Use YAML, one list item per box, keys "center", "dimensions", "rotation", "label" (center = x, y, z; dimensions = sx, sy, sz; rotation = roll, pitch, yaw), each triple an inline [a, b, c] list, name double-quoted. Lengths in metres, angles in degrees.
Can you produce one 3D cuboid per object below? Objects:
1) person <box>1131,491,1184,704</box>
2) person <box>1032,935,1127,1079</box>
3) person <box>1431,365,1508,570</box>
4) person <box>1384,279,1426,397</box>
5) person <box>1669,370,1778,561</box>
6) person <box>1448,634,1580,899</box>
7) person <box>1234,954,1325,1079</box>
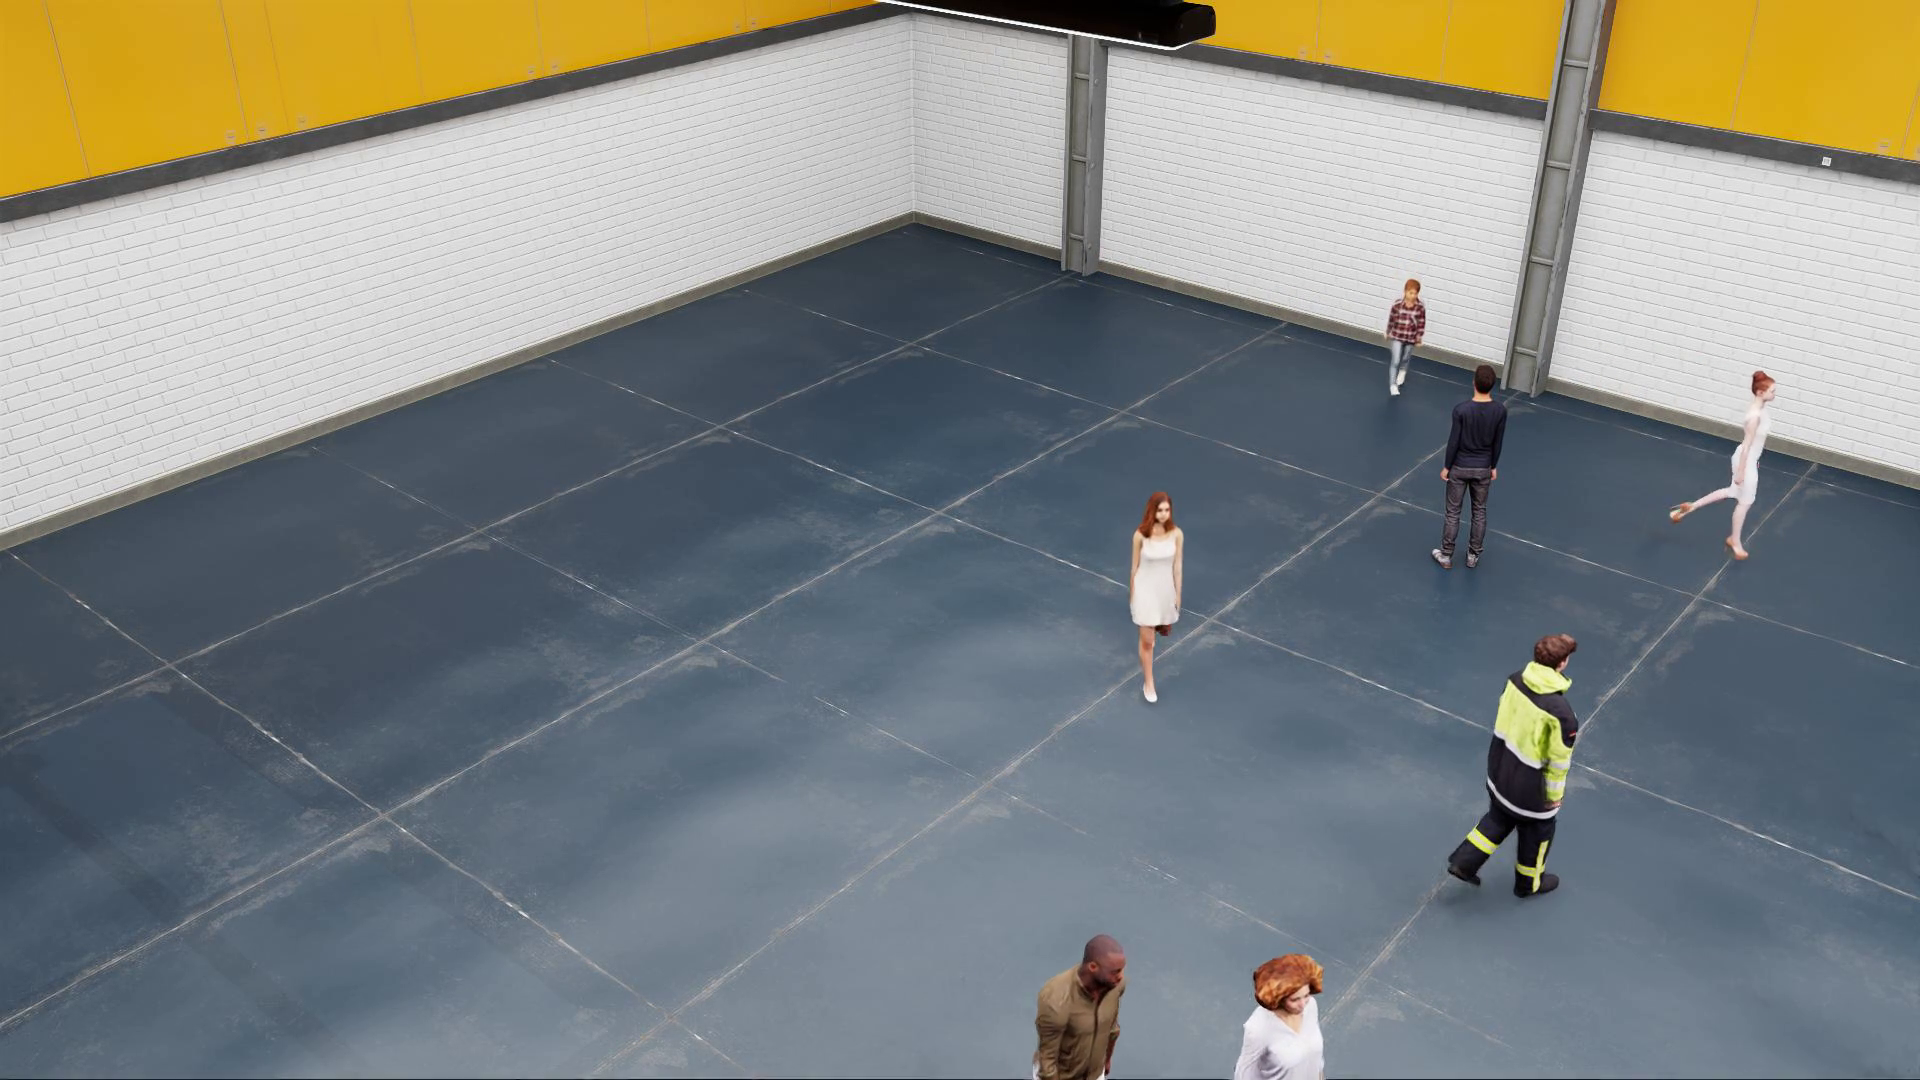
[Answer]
- center: [1.469, 0.361, 12.707]
  dimensions: [0.979, 1.690, 1.008]
  rotation: [0, 29, -1]
  label: "person"
- center: [0.497, 2.658, 8.403]
  dimensions: [0.924, 1.779, 1.164]
  rotation: [-15, 32, -25]
  label: "person"
- center: [4.401, -0.619, 14.315]
  dimensions: [0.695, 1.871, 0.770]
  rotation: [0, 29, -1]
  label: "person"
- center: [4.775, -2.222, 17.868]
  dimensions: [0.941, 1.281, 0.877]
  rotation: [8, 30, 15]
  label: "person"
- center: [6.732, -0.660, 14.491]
  dimensions: [0.982, 1.774, 0.689]
  rotation: [16, 32, 27]
  label: "person"
- center: [3.502, 1.447, 10.426]
  dimensions: [1.115, 1.968, 1.117]
  rotation: [-11, 30, -19]
  label: "person"
- center: [1.527, 2.710, 8.395]
  dimensions: [0.692, 1.696, 0.713]
  rotation: [-19, 34, -31]
  label: "person"
